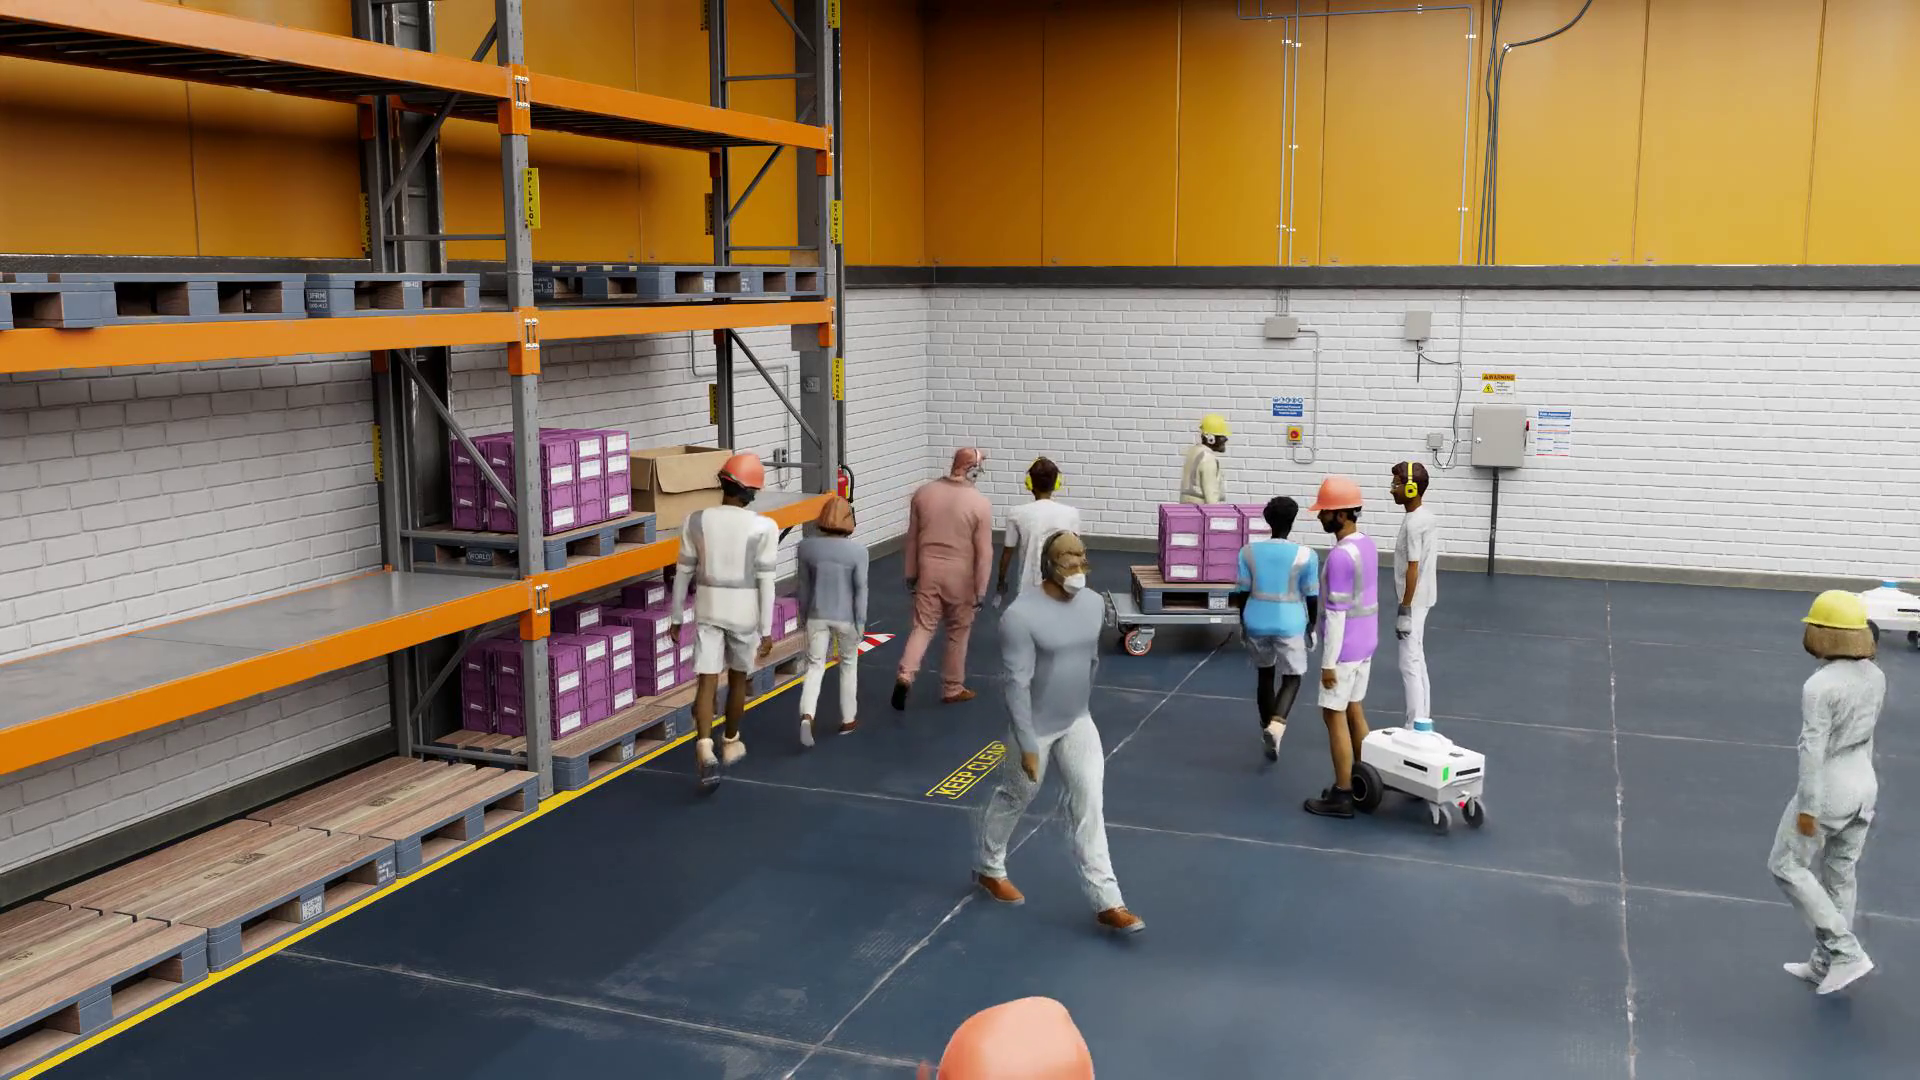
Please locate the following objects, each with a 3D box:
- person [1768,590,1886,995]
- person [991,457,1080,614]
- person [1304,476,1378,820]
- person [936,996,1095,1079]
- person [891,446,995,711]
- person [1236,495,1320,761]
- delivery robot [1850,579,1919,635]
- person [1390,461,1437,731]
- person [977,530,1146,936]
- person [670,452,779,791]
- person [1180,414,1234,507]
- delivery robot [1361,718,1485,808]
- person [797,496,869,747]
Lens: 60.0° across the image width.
[{"bbox_3d":[3.673,1.071,6.972,0.492,1.734,0.418,-5,10,-27],"label":"person"},{"bbox_3d":[0.497,0.359,11.130,0.545,1.820,0.926,-2,9,-12],"label":"person"},{"bbox_3d":[2.135,0.597,9.338,0.389,1.927,0.553,6,11,32],"label":"person"},{"bbox_3d":[-0.035,1.662,2.659,0.602,1.919,0.570,-7,11,-36],"label":"person"},{"bbox_3d":[-0.113,0.287,11.515,0.708,1.863,0.779,4,10,25],"label":"person"},{"bbox_3d":[1.978,0.552,10.443,0.537,1.666,0.714,5,10,27],"label":"person"},{"bbox_3d":[7.542,0.565,13.526,0.707,0.478,0.477,2,9,14],"label":"delivery robot"},{"bbox_3d":[2.875,0.424,10.627,0.315,1.860,0.510,4,10,22],"label":"person"},{"bbox_3d":[0.420,0.875,7.760,0.656,1.879,1.036,-6,11,-35],"label":"person"},{"bbox_3d":[-1.426,0.471,9.964,0.675,1.990,1.006,1,9,5],"label":"person"},{"bbox_3d":[2.192,-0.222,14.857,0.451,1.812,0.588,-1,9,-5],"label":"person"},{"bbox_3d":[2.579,1.238,9.292,0.477,0.478,0.707,-5,11,-29],"label":"delivery robot"},{"bbox_3d":[-0.842,0.522,10.783,0.499,1.608,0.723,1,9,9],"label":"person"}]
